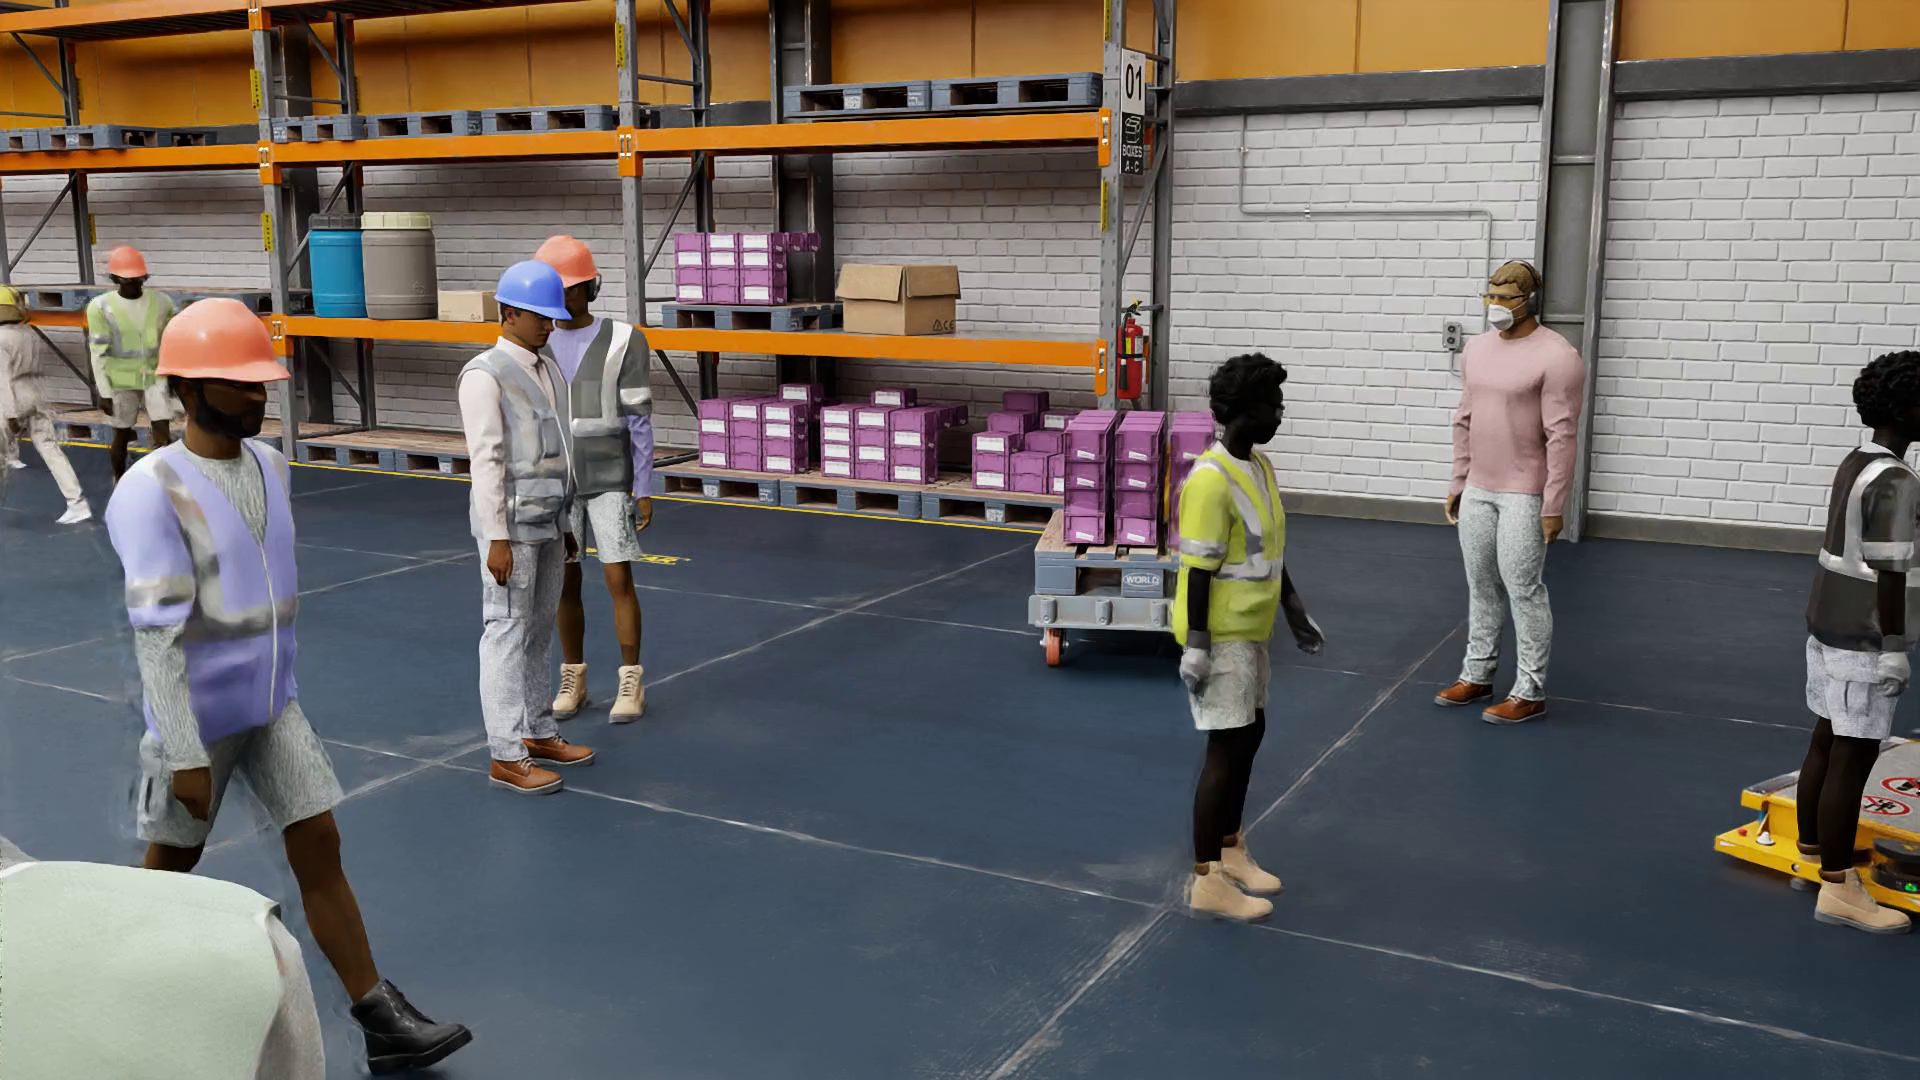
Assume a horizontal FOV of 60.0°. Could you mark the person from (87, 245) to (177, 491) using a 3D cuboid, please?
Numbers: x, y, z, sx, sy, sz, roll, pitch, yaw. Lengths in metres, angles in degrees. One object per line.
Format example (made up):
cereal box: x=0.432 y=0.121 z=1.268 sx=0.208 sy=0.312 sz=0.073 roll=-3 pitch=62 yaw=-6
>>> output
person: x=-6.022 y=-1.165 z=12.192 sx=1.079 sy=1.952 sz=0.652 roll=10 pitch=14 yaw=44

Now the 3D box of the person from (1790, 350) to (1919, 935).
person: x=2.688 y=0.289 z=4.929 sx=0.322 sy=1.697 sz=0.534 roll=3 pitch=11 yaw=16

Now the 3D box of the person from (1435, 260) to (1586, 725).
person: x=2.300 y=-0.195 z=6.957 sx=0.363 sy=1.932 sz=0.634 roll=-4 pitch=11 yaw=-23

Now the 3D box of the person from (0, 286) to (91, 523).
person: x=-6.615 y=-0.935 z=11.665 sx=0.938 sy=1.685 sz=0.473 roll=1 pitch=10 yaw=5

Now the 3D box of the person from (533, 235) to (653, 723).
person: x=-1.580 y=-0.237 z=6.920 sx=0.612 sy=2.029 sz=0.410 roll=1 pitch=10 yaw=4

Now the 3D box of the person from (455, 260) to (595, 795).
person: x=-1.591 y=-0.052 z=6.140 sx=0.403 sy=1.937 sz=0.604 roll=2 pitch=11 yaw=11

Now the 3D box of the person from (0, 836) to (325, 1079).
person: x=-0.722 y=0.863 z=1.176 sx=0.590 sy=1.920 sz=0.399 roll=-3 pitch=11 yaw=-18

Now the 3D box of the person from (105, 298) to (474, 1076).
person: x=-1.695 y=0.380 z=3.933 sx=1.012 sy=1.879 sz=0.563 roll=3 pitch=11 yaw=18

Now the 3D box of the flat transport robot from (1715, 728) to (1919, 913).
flat transport robot: x=3.205 y=0.895 z=5.519 sx=1.431 sy=0.197 sz=0.652 roll=-8 pitch=13 yaw=-36

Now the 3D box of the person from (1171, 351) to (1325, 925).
person: x=0.842 y=0.275 z=5.036 sx=0.378 sy=1.692 sz=0.556 roll=5 pitch=11 yaw=25
